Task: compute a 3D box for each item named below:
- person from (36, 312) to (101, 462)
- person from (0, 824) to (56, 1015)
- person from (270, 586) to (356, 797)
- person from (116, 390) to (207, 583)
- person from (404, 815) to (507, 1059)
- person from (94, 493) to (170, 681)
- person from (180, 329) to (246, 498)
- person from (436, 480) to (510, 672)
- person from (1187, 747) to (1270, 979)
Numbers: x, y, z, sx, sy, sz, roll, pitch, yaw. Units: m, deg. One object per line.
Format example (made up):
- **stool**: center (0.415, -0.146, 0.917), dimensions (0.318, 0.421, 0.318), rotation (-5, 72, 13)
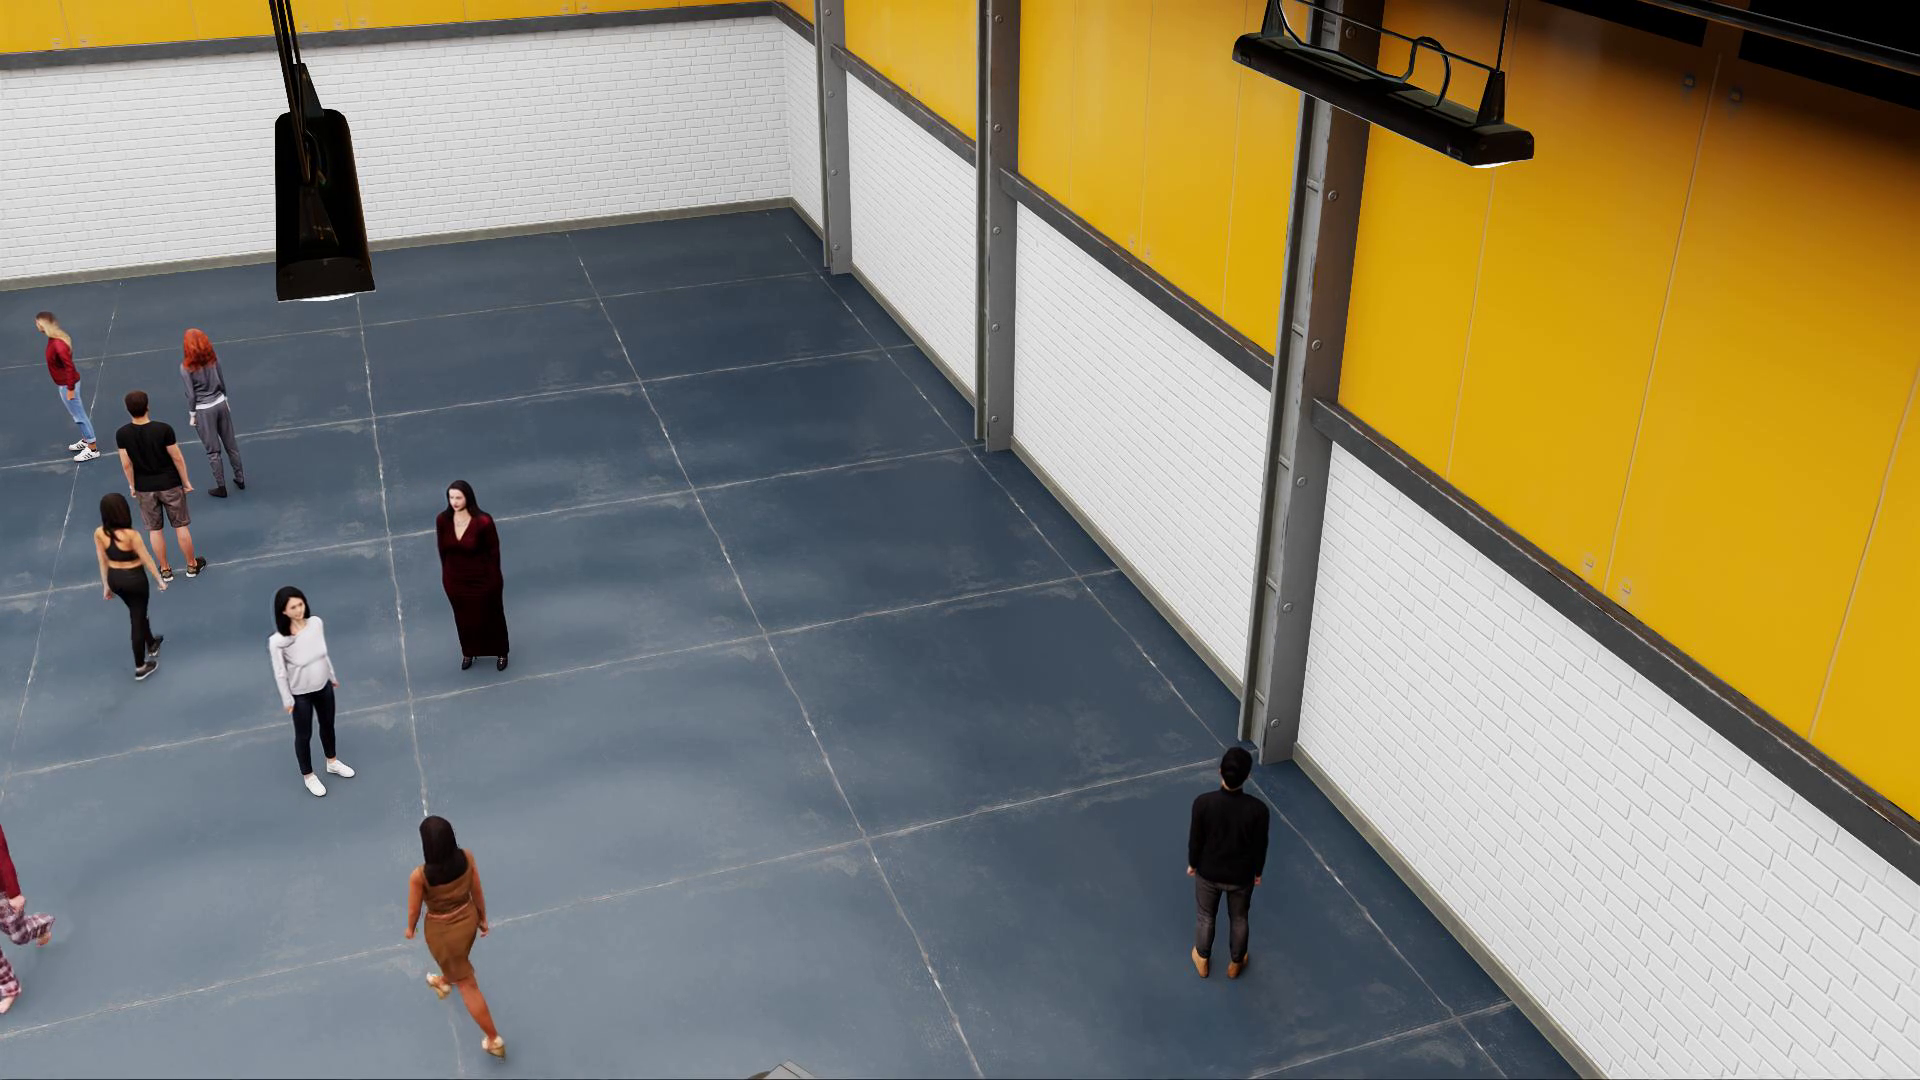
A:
- **person**: center (-9.358, -1.637, 17.445), dimensions (0.691, 1.634, 0.504), rotation (-16, 32, -26)
- **person**: center (-6.091, 2.148, 10.459), dimensions (0.764, 1.679, 0.950), rotation (-2, 29, -4)
- **person**: center (-4.847, 1.091, 12.373), dimensions (0.733, 1.700, 0.699), rotation (17, 33, 28)
- **person**: center (-7.298, -0.497, 15.116), dimensions (0.678, 1.862, 0.568), rotation (-9, 30, -16)
- **person**: center (-2.997, 2.425, 9.995), dimensions (1.164, 1.635, 0.945), rotation (21, 35, 34)
- **person**: center (-6.885, 0.413, 13.695), dimensions (0.790, 1.625, 0.931), rotation (2, 29, 3)
- **person**: center (-7.495, -1.282, 16.641), dimensions (0.679, 1.780, 0.651), rotation (18, 33, 29)
- **person**: center (-4.034, 0.290, 13.783), dimensions (0.756, 1.757, 0.755), rotation (3, 29, 5)
- **person**: center (1.692, 2.063, 10.569), dimensions (0.725, 1.722, 0.724), rotation (5, 29, 9)
